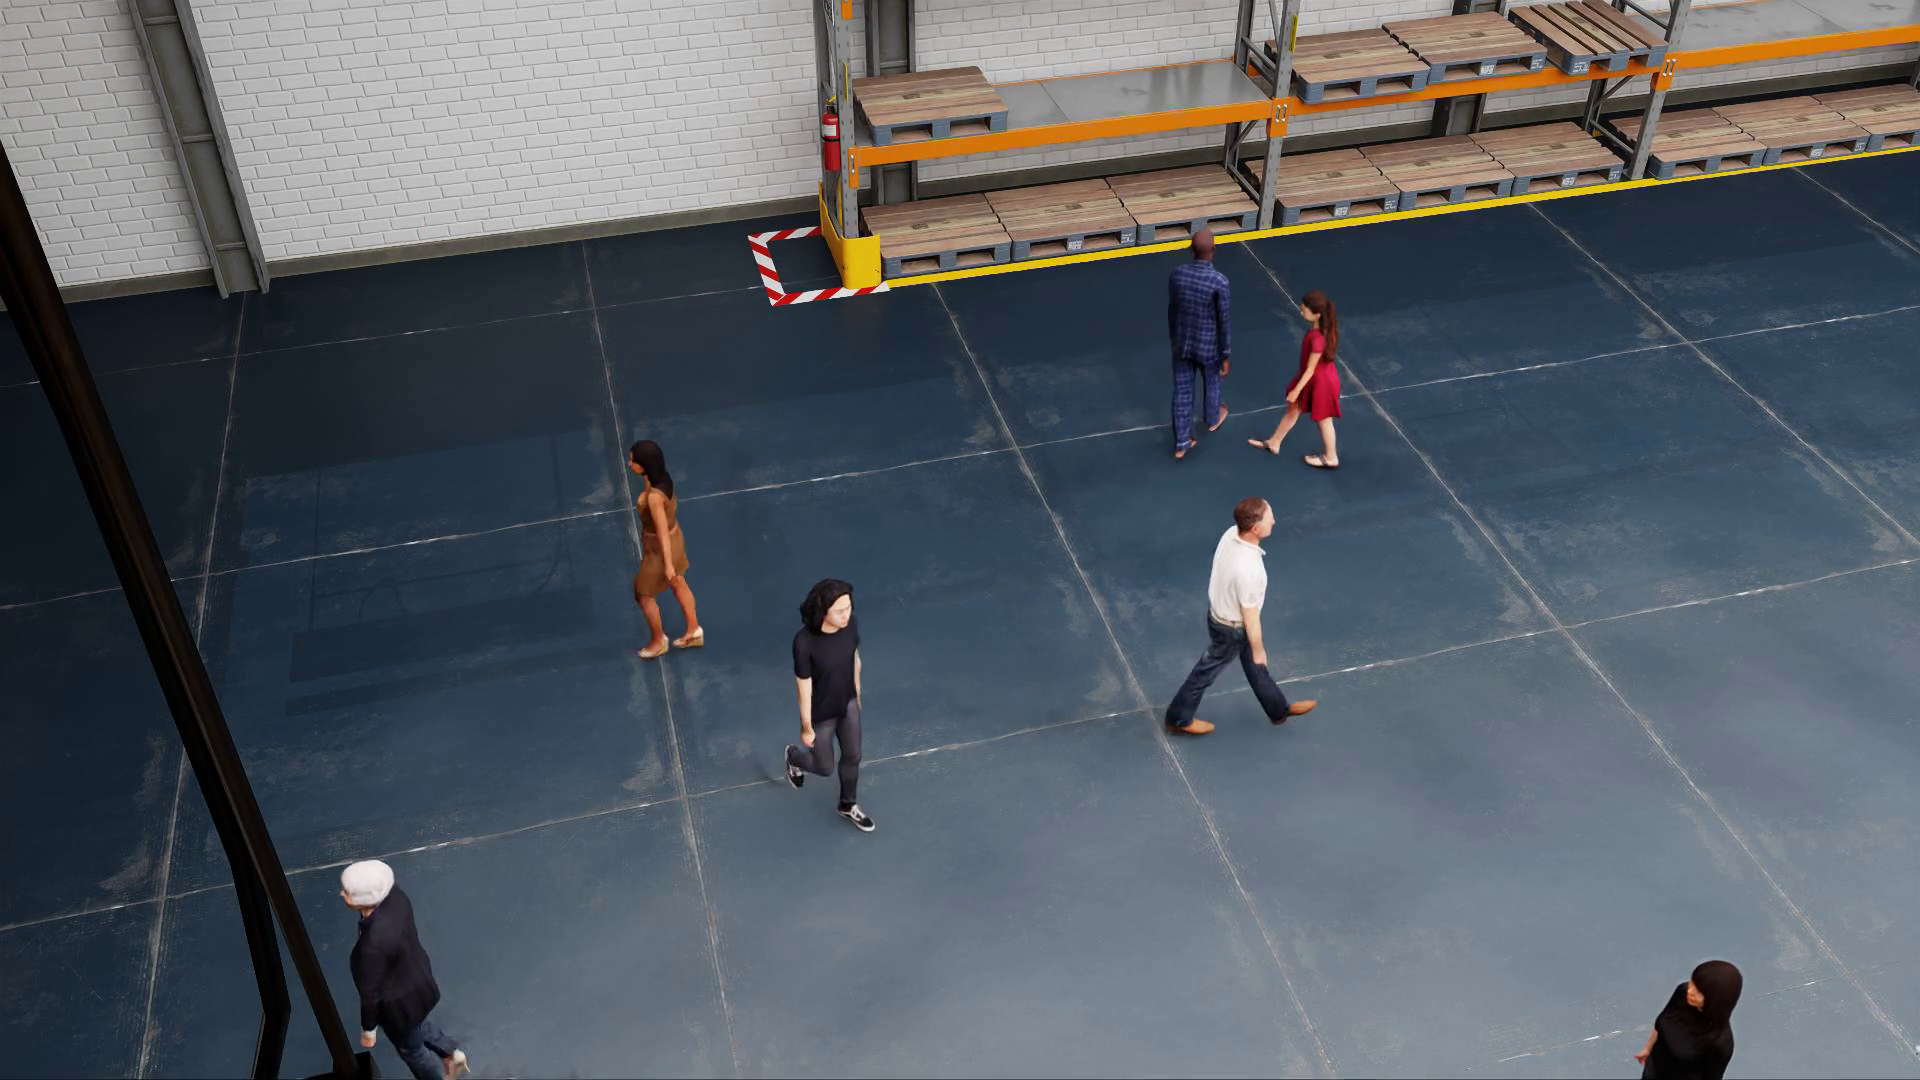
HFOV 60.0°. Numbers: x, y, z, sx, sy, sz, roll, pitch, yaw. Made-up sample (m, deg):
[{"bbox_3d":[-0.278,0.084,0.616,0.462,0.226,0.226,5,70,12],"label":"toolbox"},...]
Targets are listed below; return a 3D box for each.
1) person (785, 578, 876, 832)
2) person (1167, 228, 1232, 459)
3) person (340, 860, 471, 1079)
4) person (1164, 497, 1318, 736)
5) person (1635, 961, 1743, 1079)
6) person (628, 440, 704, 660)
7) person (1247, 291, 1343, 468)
[{"bbox_3d":[-0.807,0.901,9.530,0.966,1.817,0.949,-31,48,-33],"label":"person"},{"bbox_3d":[1.739,-1.408,12.456,1.083,1.773,1.131,20,43,23],"label":"person"},{"bbox_3d":[-2.612,2.214,7.993,0.680,1.769,0.772,-3,39,-3],"label":"person"},{"bbox_3d":[1.535,0.511,10.020,1.265,1.815,0.939,3,39,3],"label":"person"},{"bbox_3d":[3.322,2.483,7.690,0.500,1.641,0.567,-8,39,-10],"label":"person"},{"bbox_3d":[-1.824,0.069,10.688,0.686,1.672,0.634,-5,39,-6],"label":"person"},{"bbox_3d":[2.732,-1.156,12.348,1.023,1.515,0.837,8,39,10],"label":"person"}]
